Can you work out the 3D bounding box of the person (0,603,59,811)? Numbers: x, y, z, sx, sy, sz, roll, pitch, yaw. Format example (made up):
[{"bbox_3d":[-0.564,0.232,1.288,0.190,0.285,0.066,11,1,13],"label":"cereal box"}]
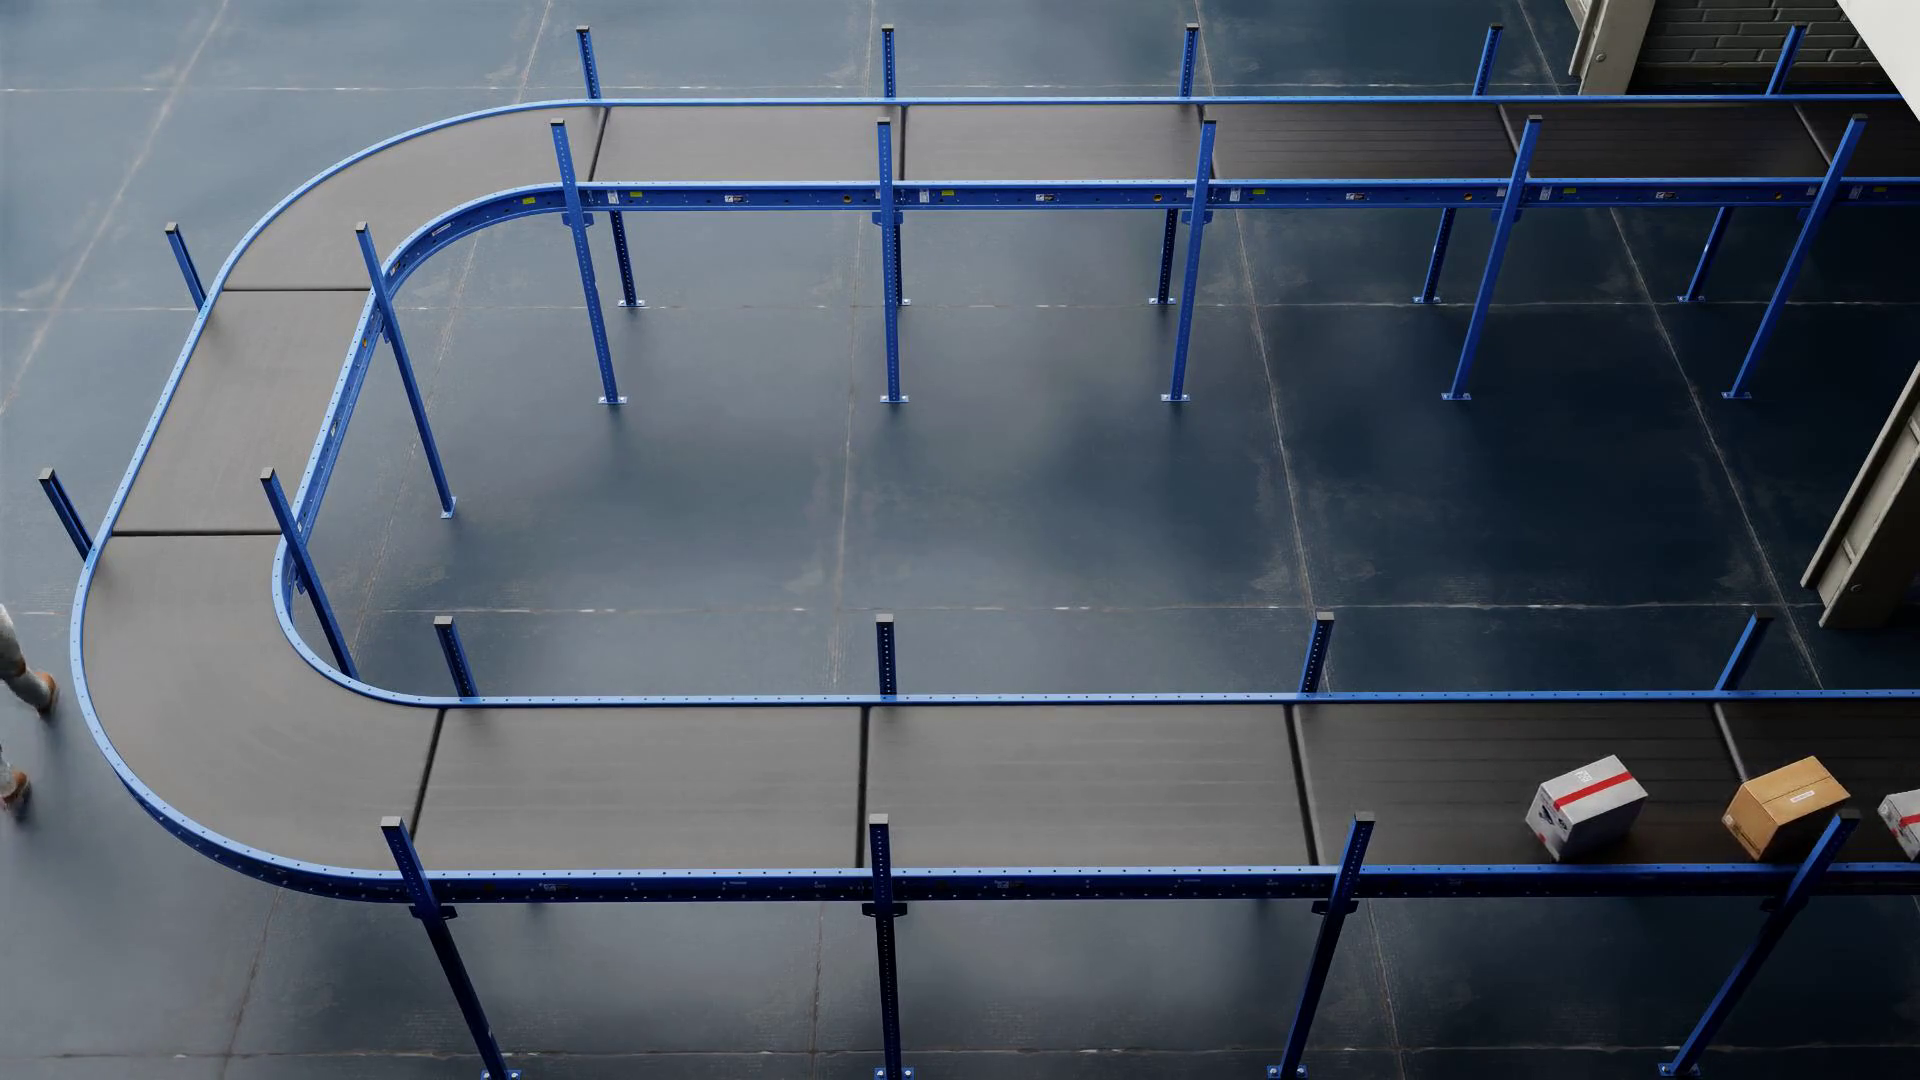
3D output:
[{"bbox_3d":[-5.459,0.608,9.423,0.643,1.897,1.013,-14,48,-13],"label":"person"}]
